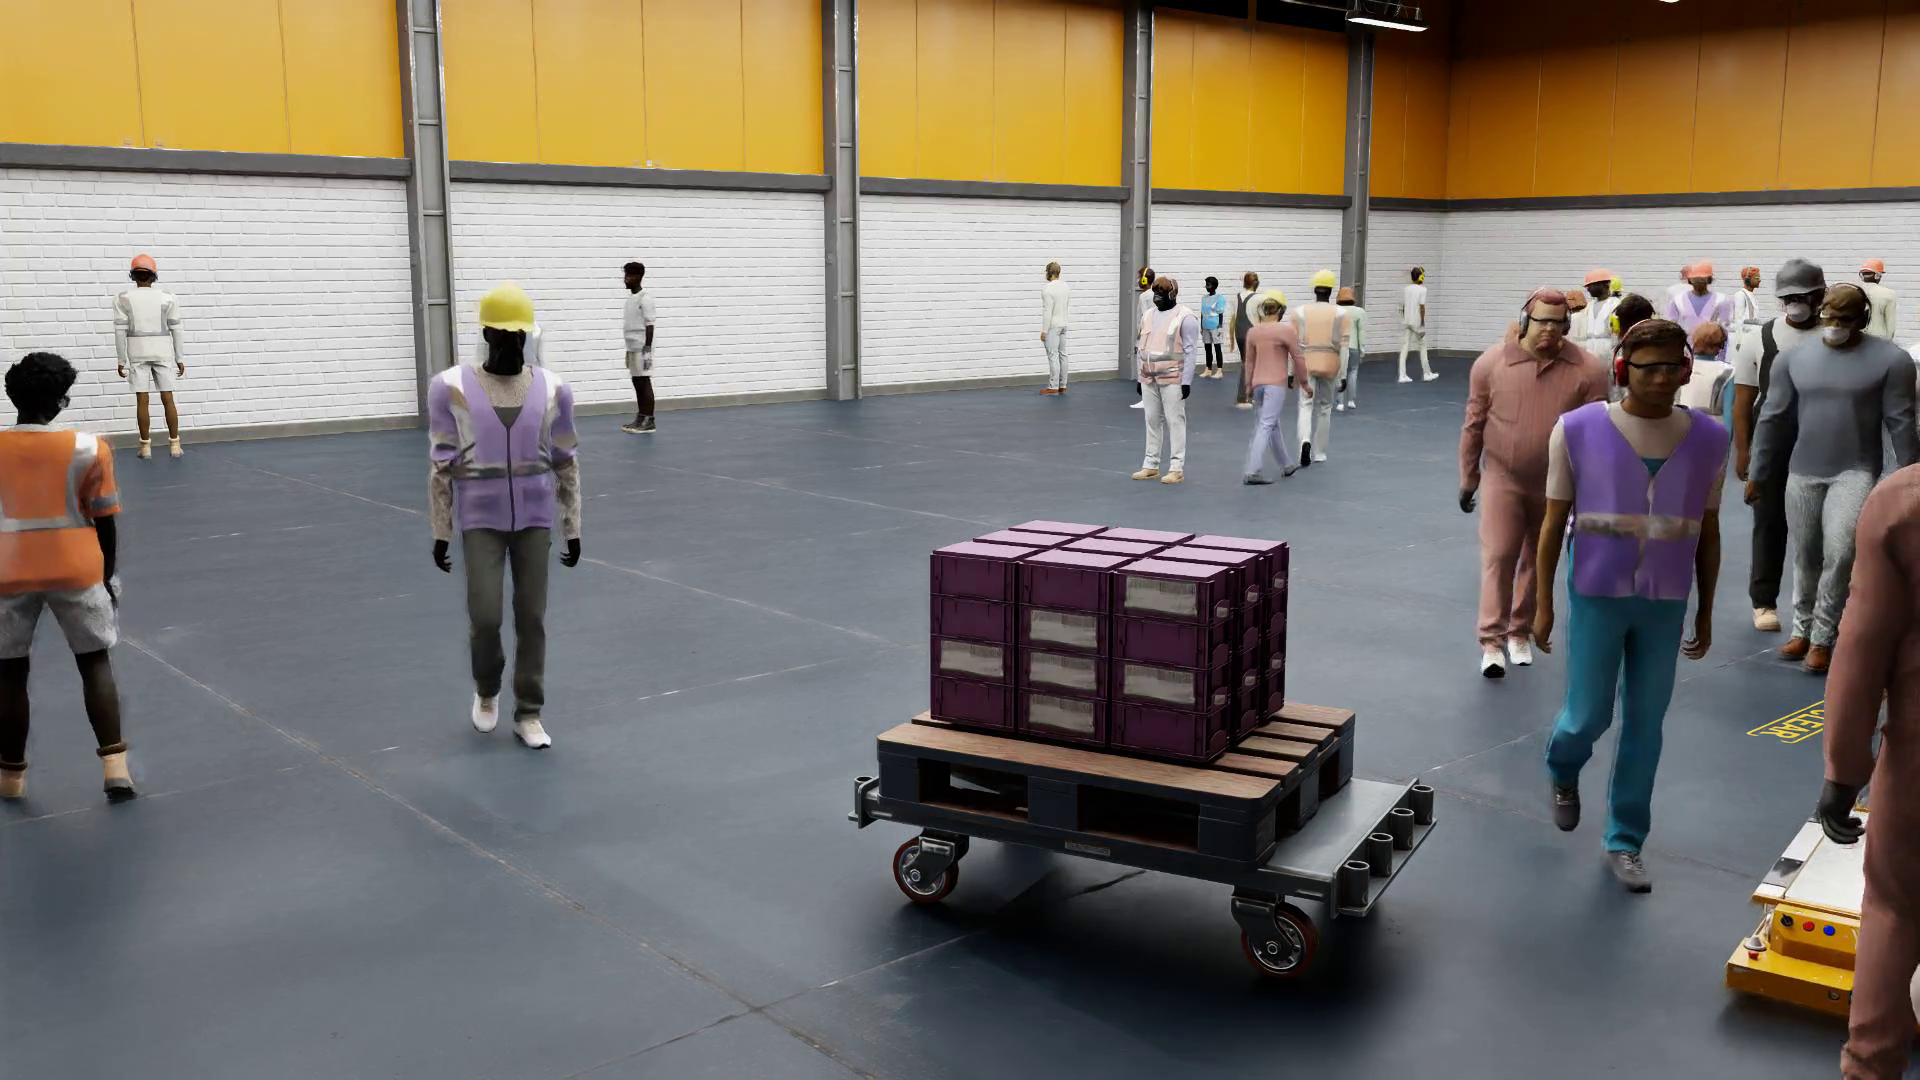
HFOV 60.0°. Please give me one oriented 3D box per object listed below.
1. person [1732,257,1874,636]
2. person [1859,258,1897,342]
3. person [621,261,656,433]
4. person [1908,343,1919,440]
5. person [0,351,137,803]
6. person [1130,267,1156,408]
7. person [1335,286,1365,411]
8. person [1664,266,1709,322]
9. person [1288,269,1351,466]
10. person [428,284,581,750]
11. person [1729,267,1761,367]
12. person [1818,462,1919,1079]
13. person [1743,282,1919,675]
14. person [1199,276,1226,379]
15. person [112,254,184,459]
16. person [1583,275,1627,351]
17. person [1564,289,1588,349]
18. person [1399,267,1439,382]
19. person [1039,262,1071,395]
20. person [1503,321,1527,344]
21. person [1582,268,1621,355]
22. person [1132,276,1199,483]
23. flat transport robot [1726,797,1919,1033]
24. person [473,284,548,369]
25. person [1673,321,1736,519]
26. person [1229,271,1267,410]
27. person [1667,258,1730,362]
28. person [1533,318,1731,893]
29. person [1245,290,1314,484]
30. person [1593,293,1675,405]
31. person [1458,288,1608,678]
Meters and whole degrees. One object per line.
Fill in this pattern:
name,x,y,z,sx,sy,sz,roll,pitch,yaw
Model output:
person,4.532,-0.520,8.983,0.703,2.000,0.542,6,12,33
person,10.974,-2.404,20.156,0.612,1.991,0.392,6,12,33
person,-3.683,-2.203,19.081,0.366,1.959,0.655,-6,11,-31
person,5.781,-0.529,9.629,0.588,1.822,1.019,9,13,43
person,-3.375,0.160,6.098,0.576,1.673,0.480,-5,11,-25
person,2.476,-2.685,22.154,0.328,1.875,0.517,6,11,30
person,5.055,-2.523,21.905,0.531,1.616,0.558,2,10,12
person,11.296,-3.314,25.864,0.654,1.863,0.937,5,11,25
person,3.462,-1.662,16.087,0.594,1.900,0.807,3,10,16
person,-1.847,-0.084,6.815,0.606,1.908,0.424,-5,11,-26
person,10.172,-2.592,21.574,0.354,1.883,0.572,7,12,36
person,2.223,0.490,3.585,0.657,1.879,0.584,5,11,28
person,4.223,-0.293,8.075,0.757,1.891,0.698,9,13,43
person,4.168,-3.512,27.528,0.319,1.694,0.532,-7,12,-35
person,-8.121,-1.834,16.672,0.615,2.041,0.392,-5,11,-29
person,7.095,-2.043,18.563,0.564,1.814,0.599,0,10,-2
person,7.182,-2.110,19.483,0.284,1.633,0.501,6,11,32
person,7.390,-3.459,26.781,0.887,1.833,0.560,-7,12,-35
person,1.371,-3.073,24.230,0.377,1.940,0.628,7,12,35
person,3.831,-0.727,11.552,0.499,1.587,0.897,3,10,16
person,7.068,-2.020,18.201,0.833,1.897,0.574,-5,11,-27
person,1.820,-1.432,14.905,0.429,1.843,0.633,-9,13,-43
flat transport robot,2.769,1.065,4.878,0.652,0.197,1.431,7,12,36
person,-3.837,-1.258,14.044,0.624,1.778,0.932,-8,13,-41
person,4.891,-0.656,11.080,0.525,1.598,0.868,8,13,39
person,3.890,-2.643,22.073,0.751,1.818,0.538,-9,13,-41
person,7.855,-2.000,17.769,0.611,2.012,0.919,4,11,23
person,2.157,0.192,5.421,0.584,1.824,0.538,0,10,2
person,2.852,-1.368,14.904,0.901,1.707,0.541,-7,12,-36
person,3.786,-0.476,9.412,0.558,1.819,1.000,1,10,4
person,2.740,-0.255,7.951,0.652,1.858,0.931,2,10,11
